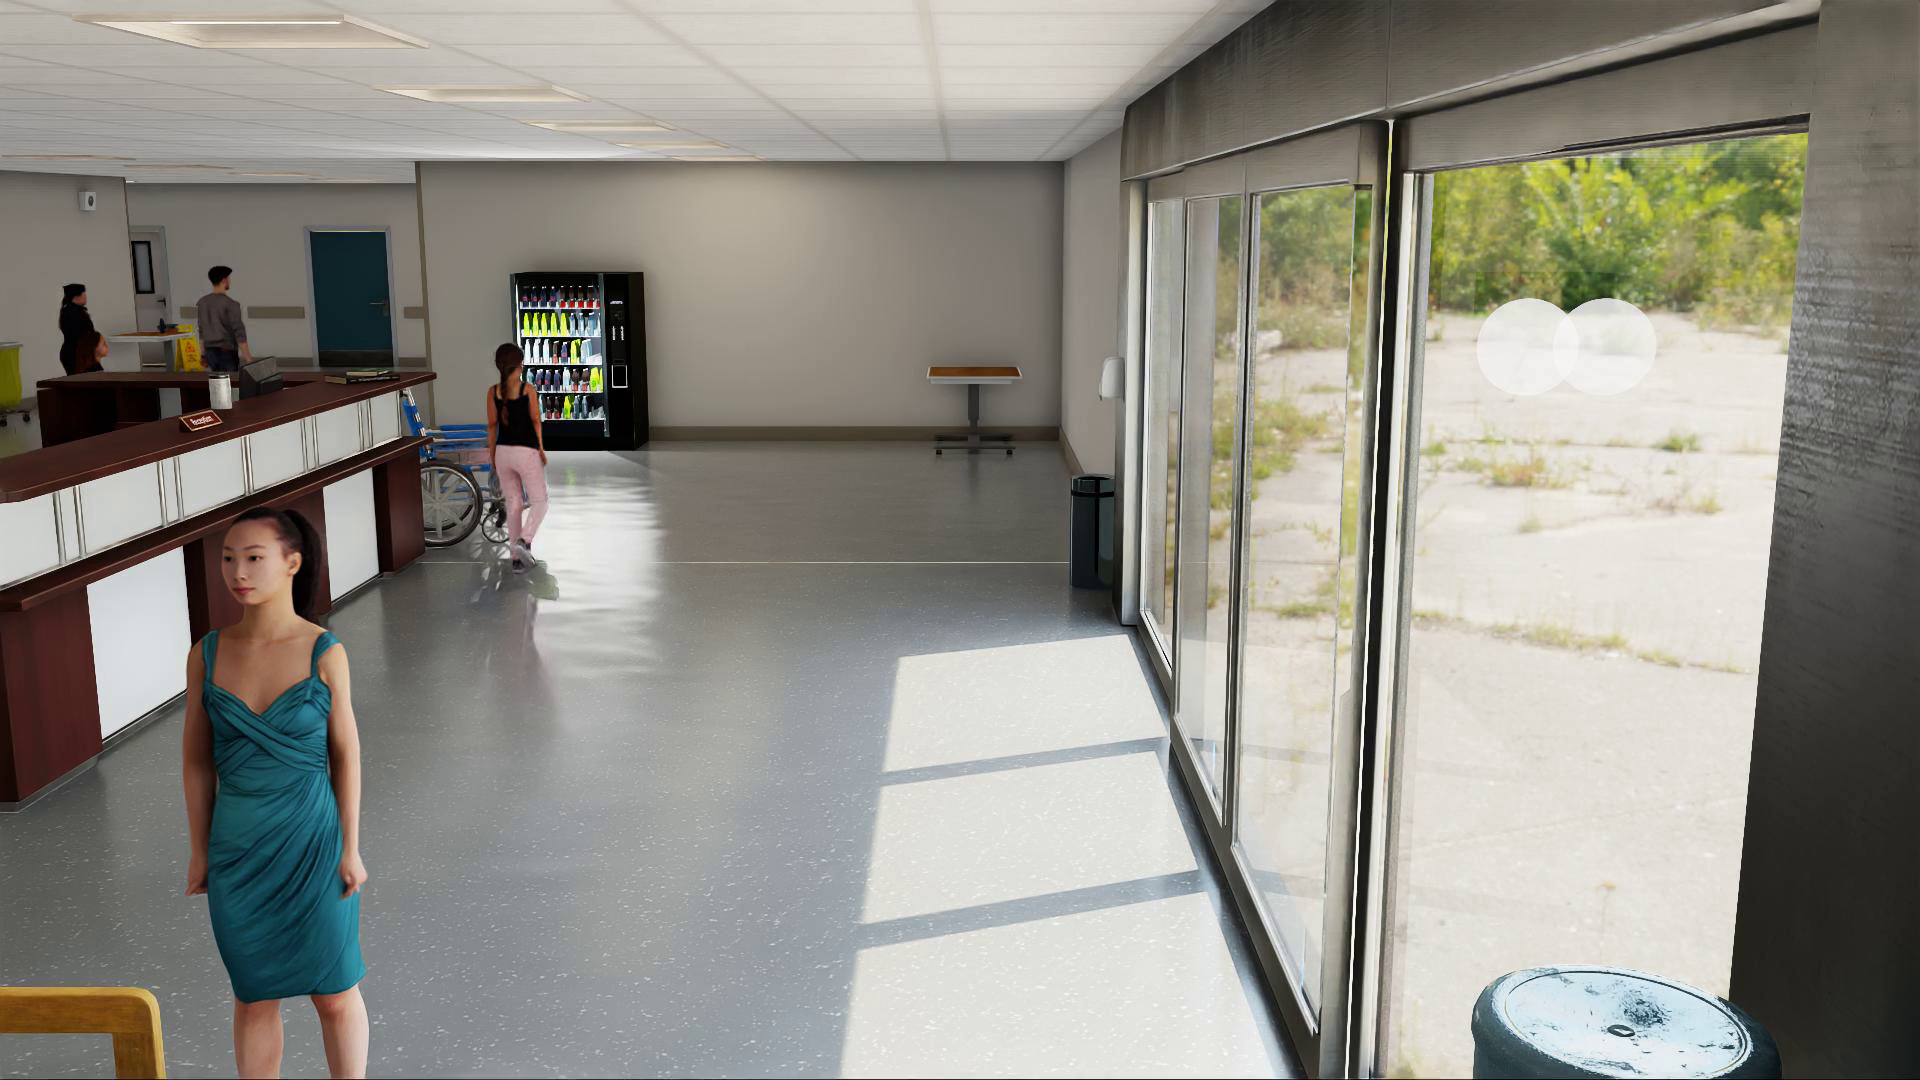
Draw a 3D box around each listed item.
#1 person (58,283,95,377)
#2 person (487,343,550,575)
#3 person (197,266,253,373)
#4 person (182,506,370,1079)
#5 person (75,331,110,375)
[{"bbox_3d":[-10.077,-2.060,18.864,0.878,1.666,0.840,-8,13,-37],"label":"person"},{"bbox_3d":[-2.958,-0.527,11.081,0.682,1.556,0.620,1,11,5],"label":"person"},{"bbox_3d":[-7.827,-1.914,17.500,0.750,1.887,0.875,4,12,22],"label":"person"},{"bbox_3d":[-1.612,0.757,3.962,0.435,1.687,0.628,-1,11,-3],"label":"person"},{"bbox_3d":[-7.111,-0.953,13.577,0.953,1.462,0.853,-7,13,-34],"label":"person"}]
